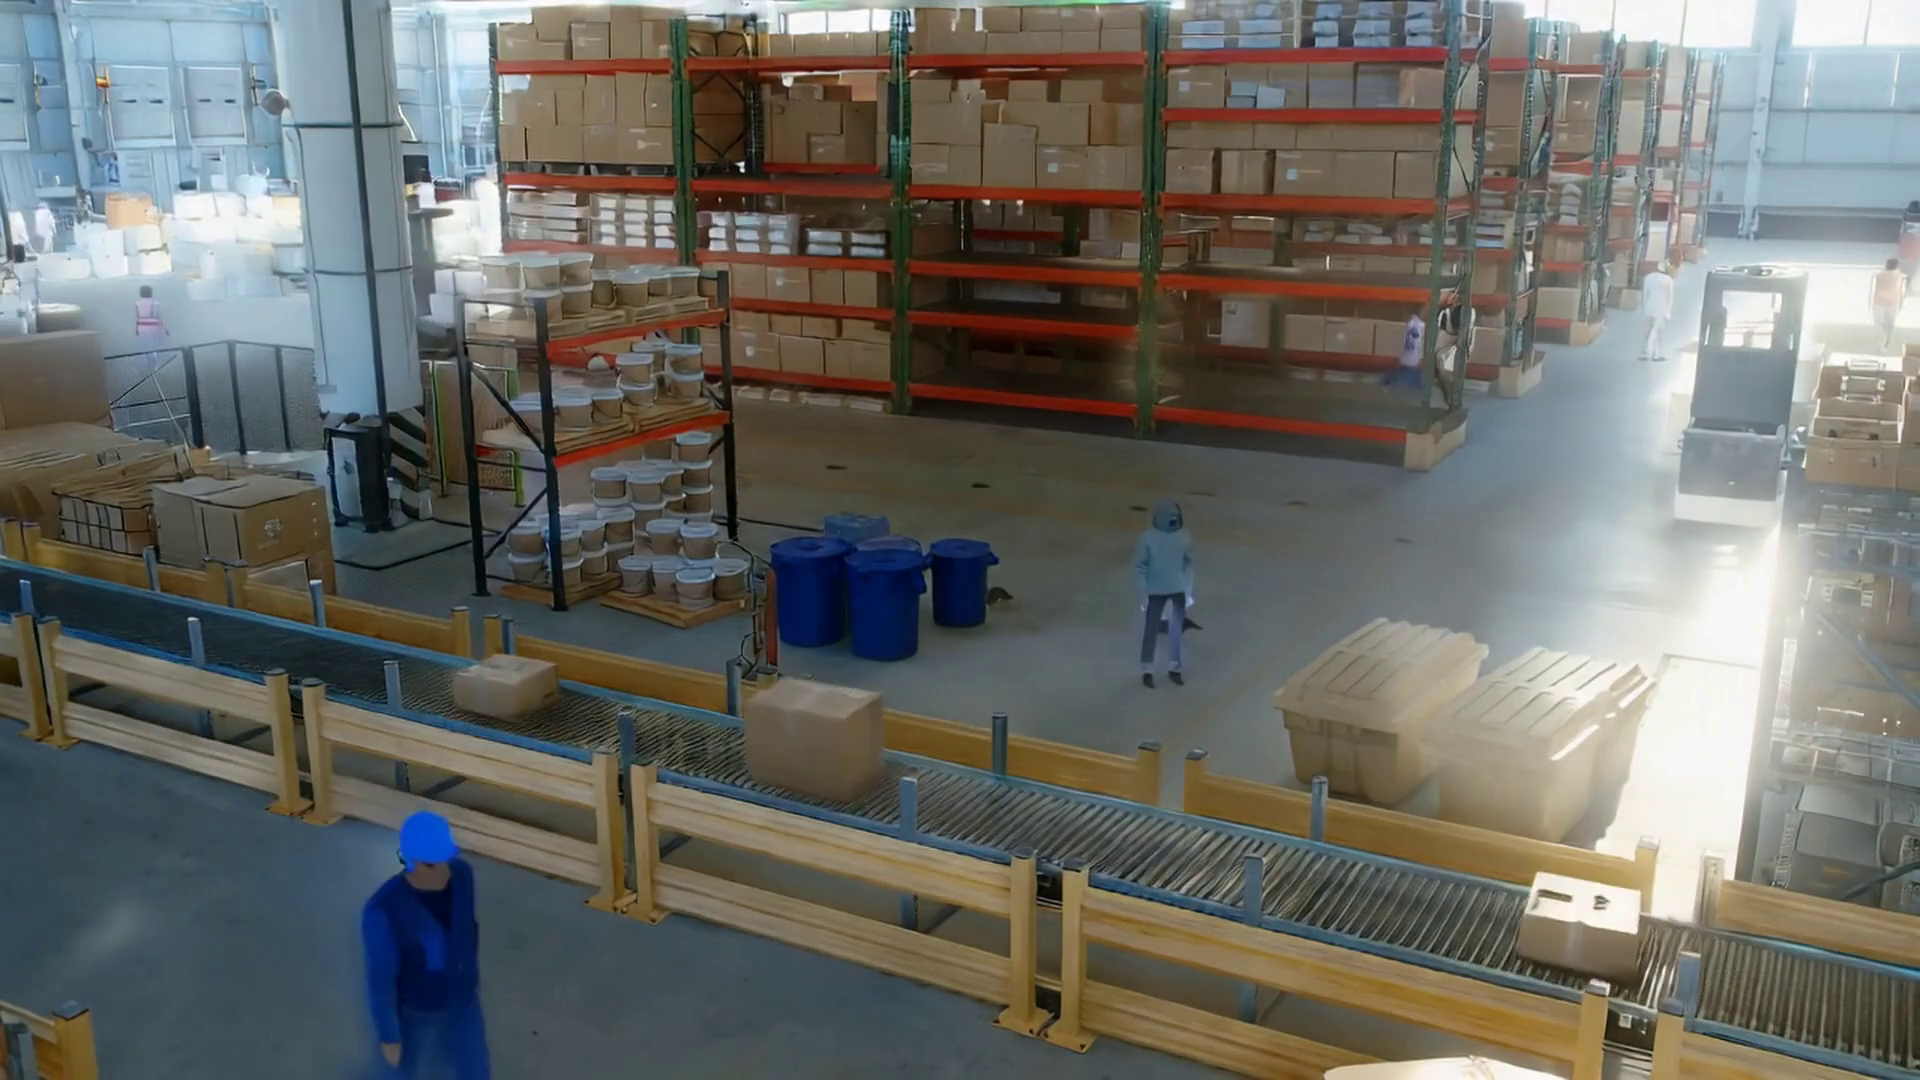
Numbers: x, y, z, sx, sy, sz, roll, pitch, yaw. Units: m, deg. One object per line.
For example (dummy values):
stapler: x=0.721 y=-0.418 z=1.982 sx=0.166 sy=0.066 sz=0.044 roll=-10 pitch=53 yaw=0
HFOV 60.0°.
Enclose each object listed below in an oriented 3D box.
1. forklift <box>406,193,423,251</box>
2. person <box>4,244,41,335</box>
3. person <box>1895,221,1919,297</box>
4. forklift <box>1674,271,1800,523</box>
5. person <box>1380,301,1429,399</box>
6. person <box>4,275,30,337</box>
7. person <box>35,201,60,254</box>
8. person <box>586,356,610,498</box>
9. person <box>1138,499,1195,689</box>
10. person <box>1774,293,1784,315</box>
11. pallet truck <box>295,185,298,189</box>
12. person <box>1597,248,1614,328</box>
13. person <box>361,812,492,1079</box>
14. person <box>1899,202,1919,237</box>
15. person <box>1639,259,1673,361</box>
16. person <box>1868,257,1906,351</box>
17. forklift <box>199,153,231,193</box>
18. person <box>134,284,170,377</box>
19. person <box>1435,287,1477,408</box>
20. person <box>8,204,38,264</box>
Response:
forklift: x=-11.931 y=-5.996 z=35.641 sx=1.873 sy=2.768 sz=1.129 roll=8 pitch=17 yaw=28
person: x=-18.870 y=-4.970 z=33.536 sx=0.366 sy=1.965 sz=0.607 roll=12 pitch=19 yaw=38
person: x=23.472 y=-6.927 z=41.059 sx=0.662 sy=1.878 sz=0.589 roll=-4 pitch=15 yaw=-14
forklift: x=9.269 y=-1.763 z=19.726 sx=1.129 sy=2.768 sz=1.873 roll=8 pitch=17 yaw=27
person: x=7.349 y=-3.148 z=27.265 sx=0.773 sy=1.669 sz=0.538 roll=7 pitch=16 yaw=24
person: x=-16.191 y=-3.658 z=28.809 sx=0.570 sy=1.853 sz=0.594 roll=10 pitch=18 yaw=34
person: x=-26.762 y=-9.002 z=48.851 sx=0.659 sy=1.879 sz=1.035 roll=6 pitch=16 yaw=22
person: x=-4.420 y=-1.387 z=20.448 sx=0.315 sy=1.768 sz=0.526 roll=1 pitch=15 yaw=3
person: x=1.713 y=0.443 z=13.841 sx=0.494 sy=1.624 sz=0.281 roll=-4 pitch=16 yaw=-16
person: x=15.529 y=-4.222 z=31.377 sx=0.280 sy=1.624 sz=0.494 roll=2 pitch=15 yaw=6
pallet truck: x=-26.804 y=-14.617 z=69.738 sx=1.885 sy=1.965 sz=0.823 roll=-14 pitch=20 yaw=-42
person: x=13.831 y=-5.405 z=35.686 sx=0.317 sy=1.695 sz=0.540 roll=8 pitch=17 yaw=27
person: x=-2.397 y=2.049 z=7.505 sx=0.950 sy=1.784 sz=0.618 roll=10 pitch=18 yaw=34
person: x=28.329 y=-9.162 z=49.553 sx=0.693 sy=1.830 sz=0.577 roll=-12 pitch=19 yaw=-39
person: x=13.070 y=-4.301 z=31.157 sx=0.399 sy=1.900 sz=0.645 roll=-8 pitch=17 yaw=-27
person: x=18.159 y=-4.641 z=32.624 sx=0.627 sy=1.799 sz=0.933 roll=9 pitch=17 yaw=30
forklift: x=-27.440 y=-12.865 z=61.464 sx=1.873 sy=2.768 sz=1.129 roll=8 pitch=17 yaw=28
person: x=-14.270 y=-3.698 z=29.374 sx=0.527 sy=1.626 sz=0.392 roll=3 pitch=15 yaw=10
person: x=7.730 y=-3.009 z=26.020 sx=0.605 sy=2.041 sz=0.383 roll=0 pitch=15 yaw=-2
person: x=-27.648 y=-8.953 z=48.840 sx=0.637 sy=1.792 sz=0.958 roll=7 pitch=17 yaw=26
